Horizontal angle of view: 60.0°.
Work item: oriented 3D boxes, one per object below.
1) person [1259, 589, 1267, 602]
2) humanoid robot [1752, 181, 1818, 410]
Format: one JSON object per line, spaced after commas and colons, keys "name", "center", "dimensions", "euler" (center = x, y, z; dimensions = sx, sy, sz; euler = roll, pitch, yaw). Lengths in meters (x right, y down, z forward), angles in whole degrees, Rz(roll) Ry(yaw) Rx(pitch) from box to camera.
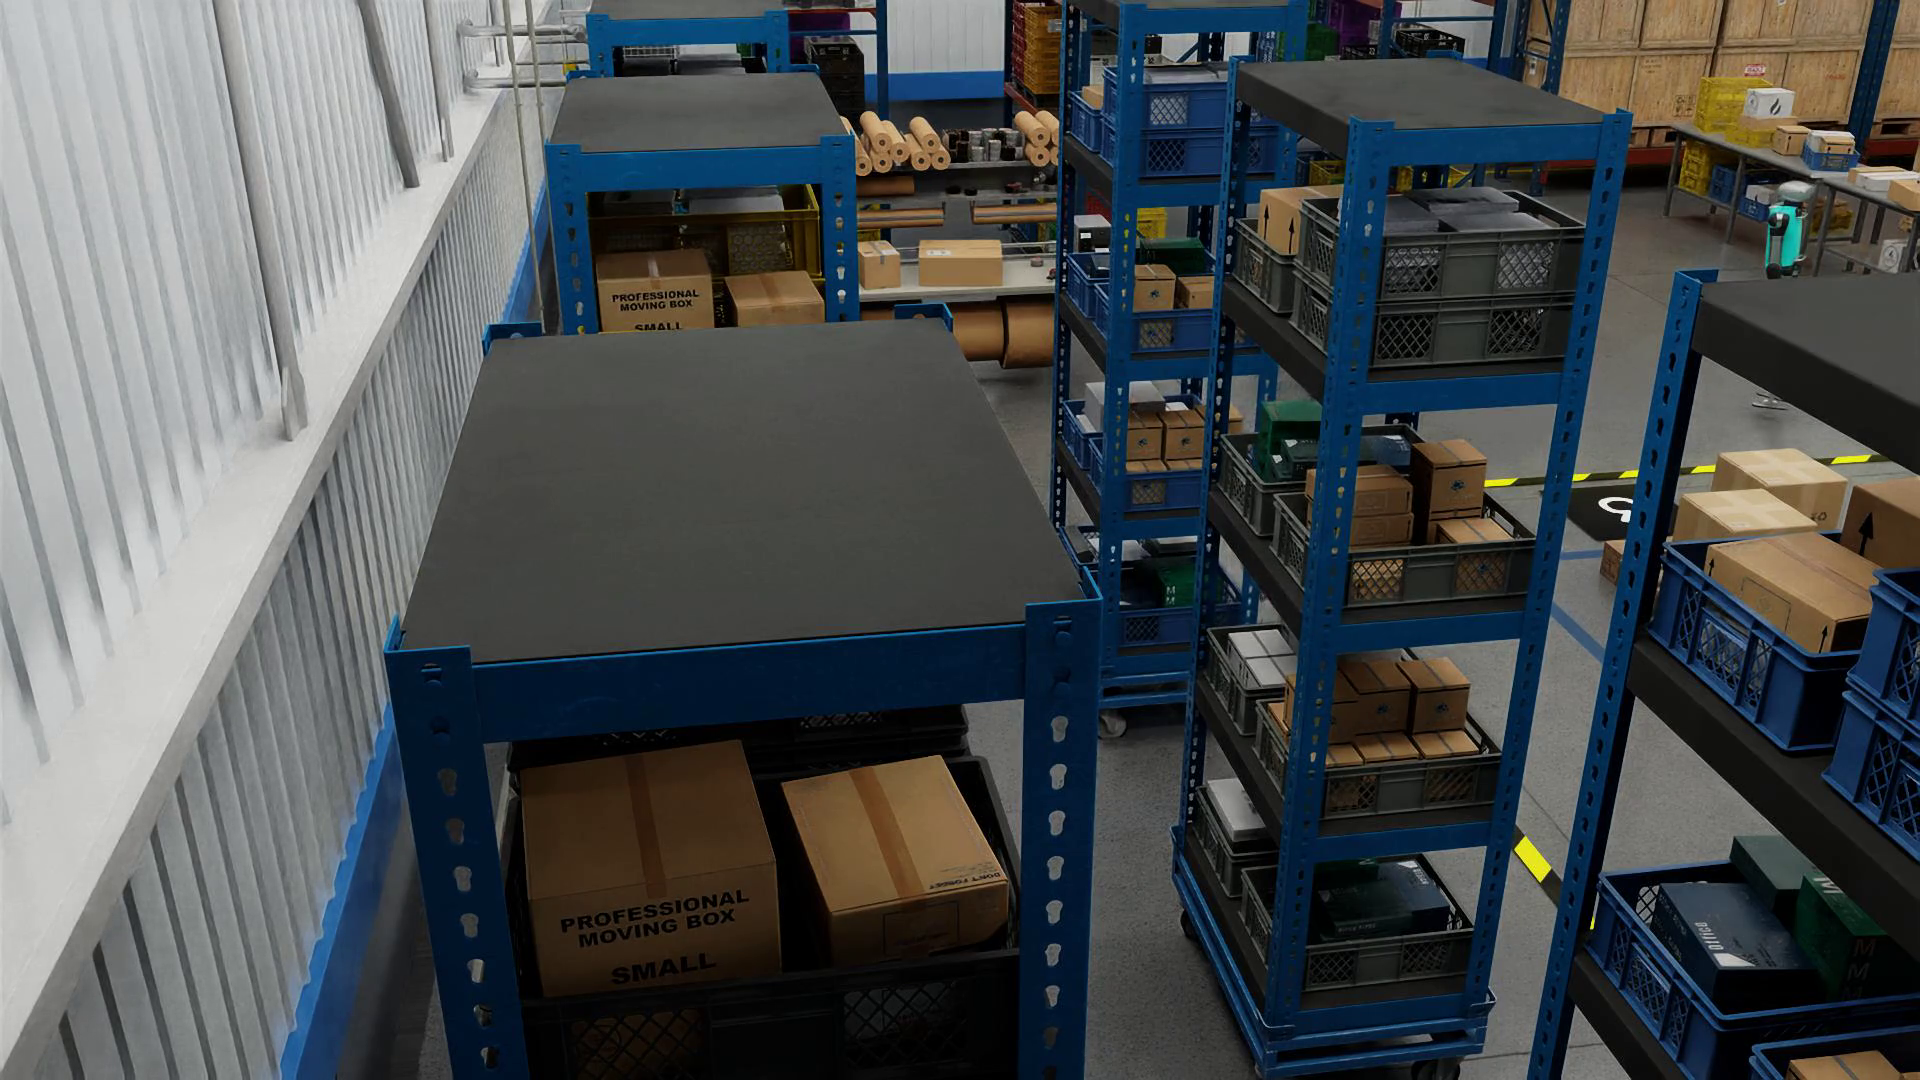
{"name": "person", "center": [1.779, 0.209, 7.997], "dimensions": [0.619, 1.812, 0.878], "euler": [-4, 25, -9]}
{"name": "humanoid robot", "center": [6.216, -1.765, 12.221], "dimensions": [0.735, 1.674, 0.533], "euler": [17, 30, 33]}
